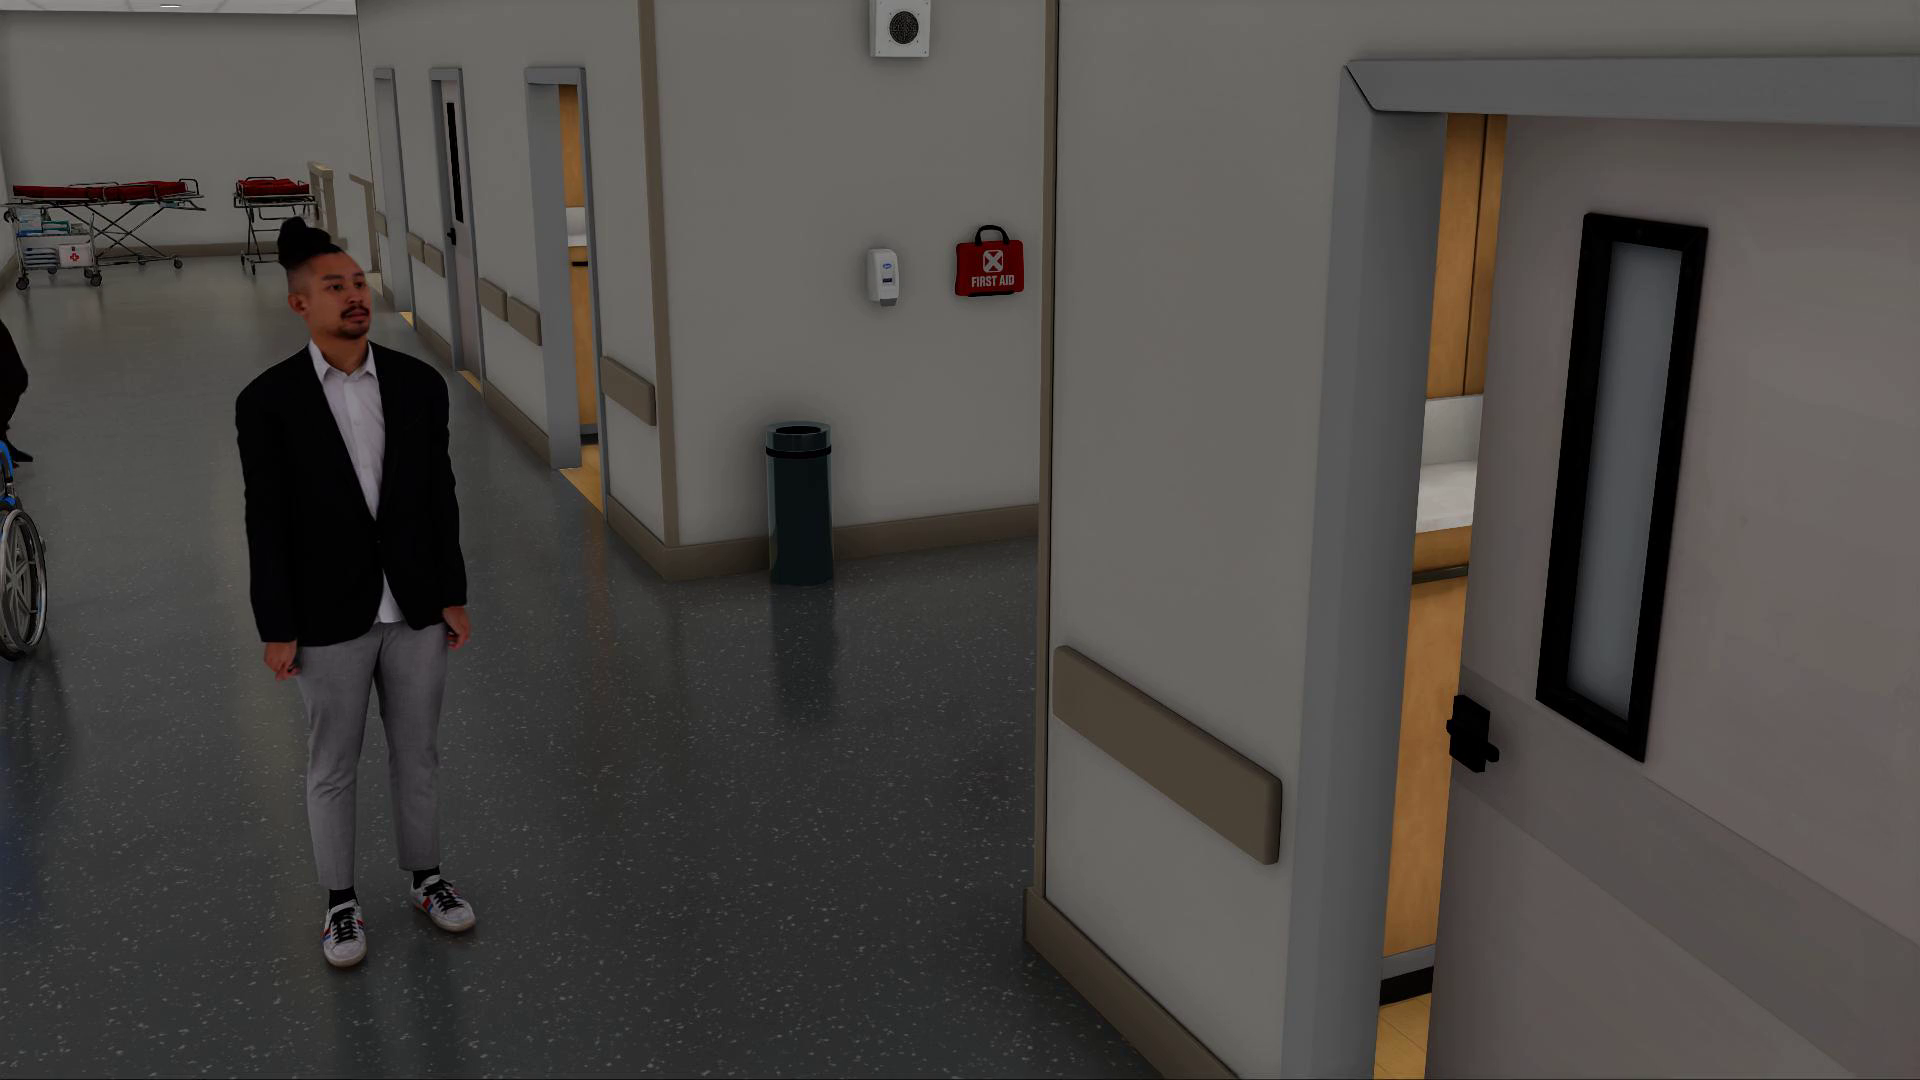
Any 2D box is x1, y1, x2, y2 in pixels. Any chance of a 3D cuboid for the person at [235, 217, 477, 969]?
[{"bbox_3d":[-1.568,0.135,4.361,0.751,1.942,0.657,-11,19,-34],"label":"person"}]
